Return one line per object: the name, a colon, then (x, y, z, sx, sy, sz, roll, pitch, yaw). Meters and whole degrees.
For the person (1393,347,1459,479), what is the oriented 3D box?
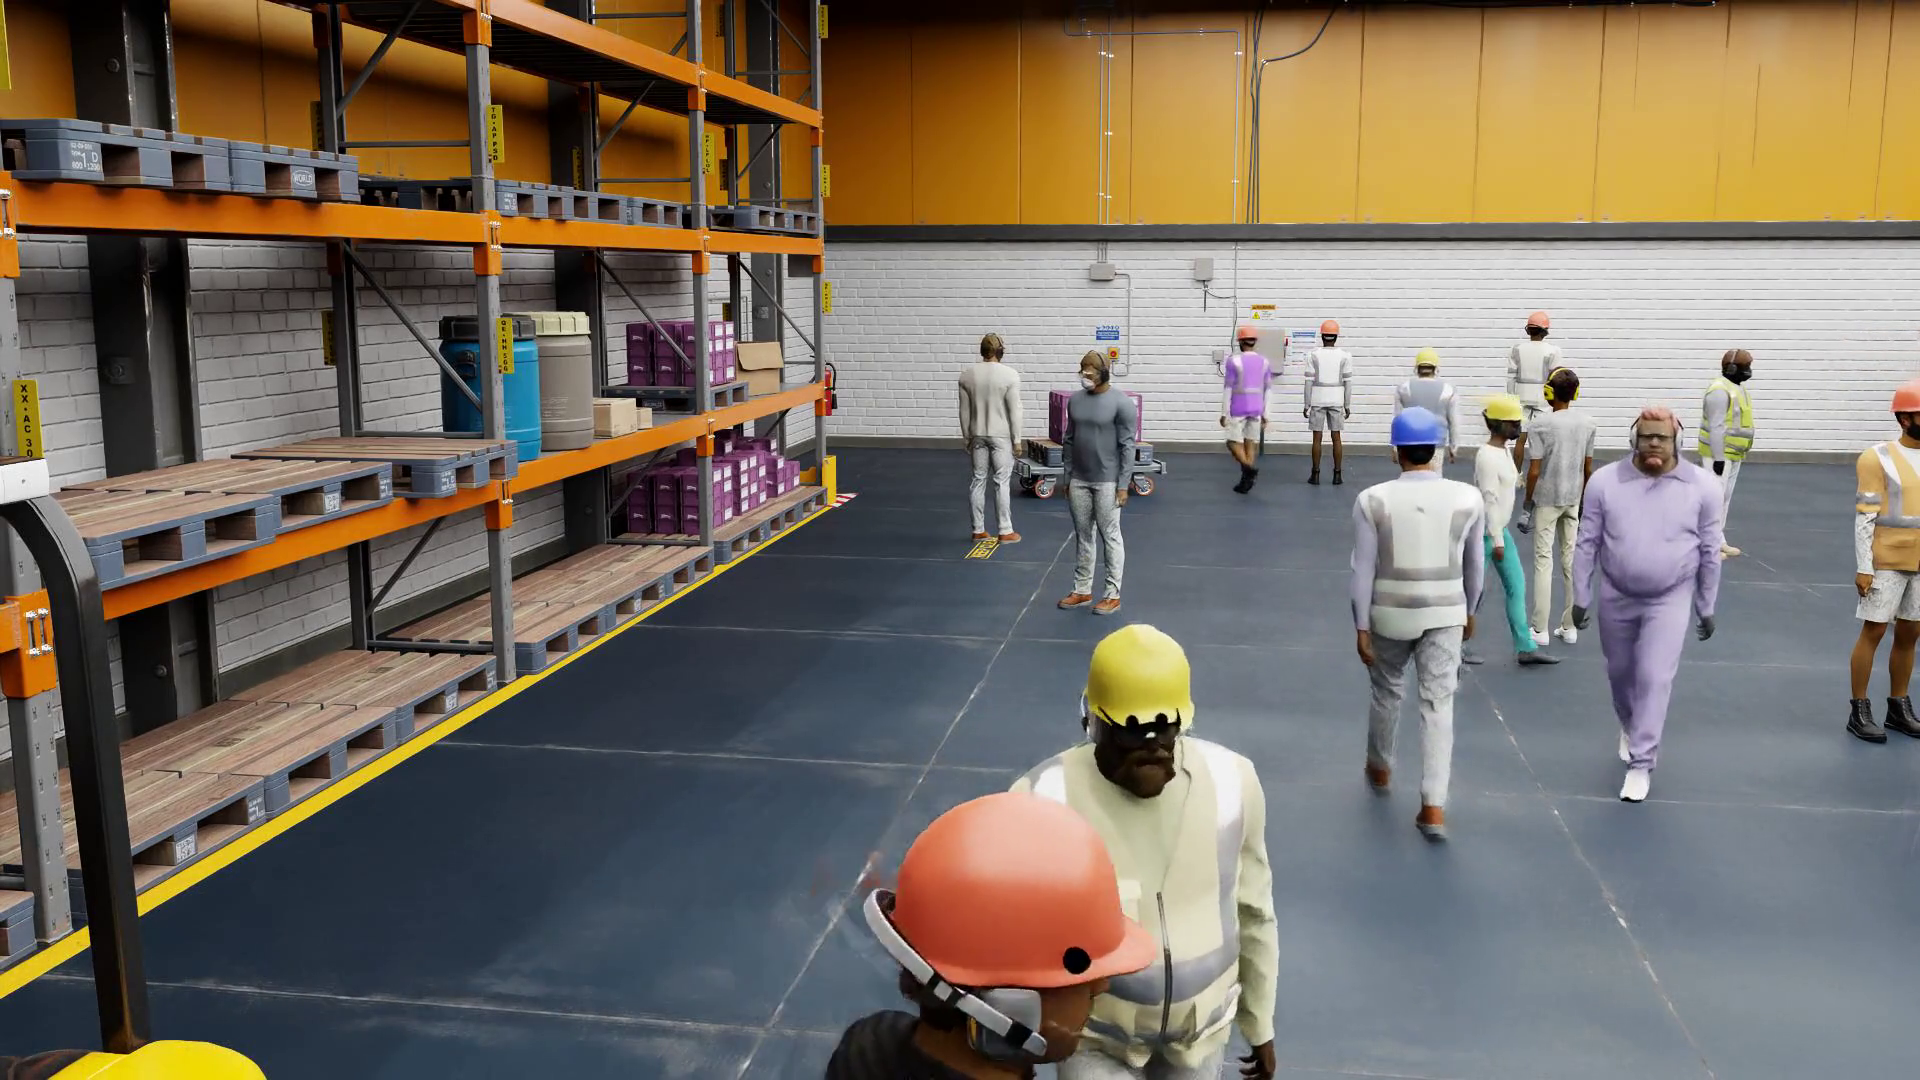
person: (4.371, -0.911, 15.627, 0.602, 1.798, 0.877, 3, 10, 15)

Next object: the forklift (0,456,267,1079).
forklift: (-2.328, 0.975, 2.765, 2.313, 2.155, 1.214, 1, 9, 9)

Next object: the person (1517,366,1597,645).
person: (3.996, -0.227, 11.163, 0.509, 1.877, 0.328, -2, 9, -13)

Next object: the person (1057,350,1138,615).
person: (1.001, -0.423, 12.194, 0.627, 1.934, 0.371, 9, 13, 42)

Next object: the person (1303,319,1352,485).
person: (4.302, -1.612, 19.505, 0.552, 1.935, 0.366, 1, 9, 5)

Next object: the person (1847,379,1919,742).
person: (5.034, 0.110, 8.872, 0.545, 1.942, 0.351, -2, 9, -10)

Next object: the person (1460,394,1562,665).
person: (3.435, -0.041, 10.424, 0.822, 1.728, 0.544, 6, 11, 32)

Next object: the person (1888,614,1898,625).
person: (6.745, -0.294, 11.403, 0.593, 1.940, 0.994, 0, 9, 2)

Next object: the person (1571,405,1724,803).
person: (3.359, 0.262, 8.158, 0.660, 1.876, 0.938, 6, 11, 31)

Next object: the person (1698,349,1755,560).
person: (6.675, -0.743, 14.496, 0.431, 1.836, 0.626, 8, 12, 42)

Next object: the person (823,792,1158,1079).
person: (-0.098, 1.242, 1.986, 1.000, 1.939, 0.632, -4, 10, -24)

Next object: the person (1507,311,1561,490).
person: (6.549, -1.578, 18.976, 0.605, 2.044, 0.375, 6, 11, 34)

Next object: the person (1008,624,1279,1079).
person: (0.371, 1.022, 3.722, 0.620, 1.796, 0.802, -2, 9, -11)

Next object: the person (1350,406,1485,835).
person: (2.089, 0.343, 7.618, 0.603, 1.899, 1.018, 2, 9, 10)

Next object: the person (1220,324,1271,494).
person: (3.207, -1.444, 18.545, 0.579, 1.913, 0.606, -3, 10, -15)

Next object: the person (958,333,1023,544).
person: (0.290, -0.927, 15.276, 0.627, 1.940, 0.370, 5, 10, 28)
